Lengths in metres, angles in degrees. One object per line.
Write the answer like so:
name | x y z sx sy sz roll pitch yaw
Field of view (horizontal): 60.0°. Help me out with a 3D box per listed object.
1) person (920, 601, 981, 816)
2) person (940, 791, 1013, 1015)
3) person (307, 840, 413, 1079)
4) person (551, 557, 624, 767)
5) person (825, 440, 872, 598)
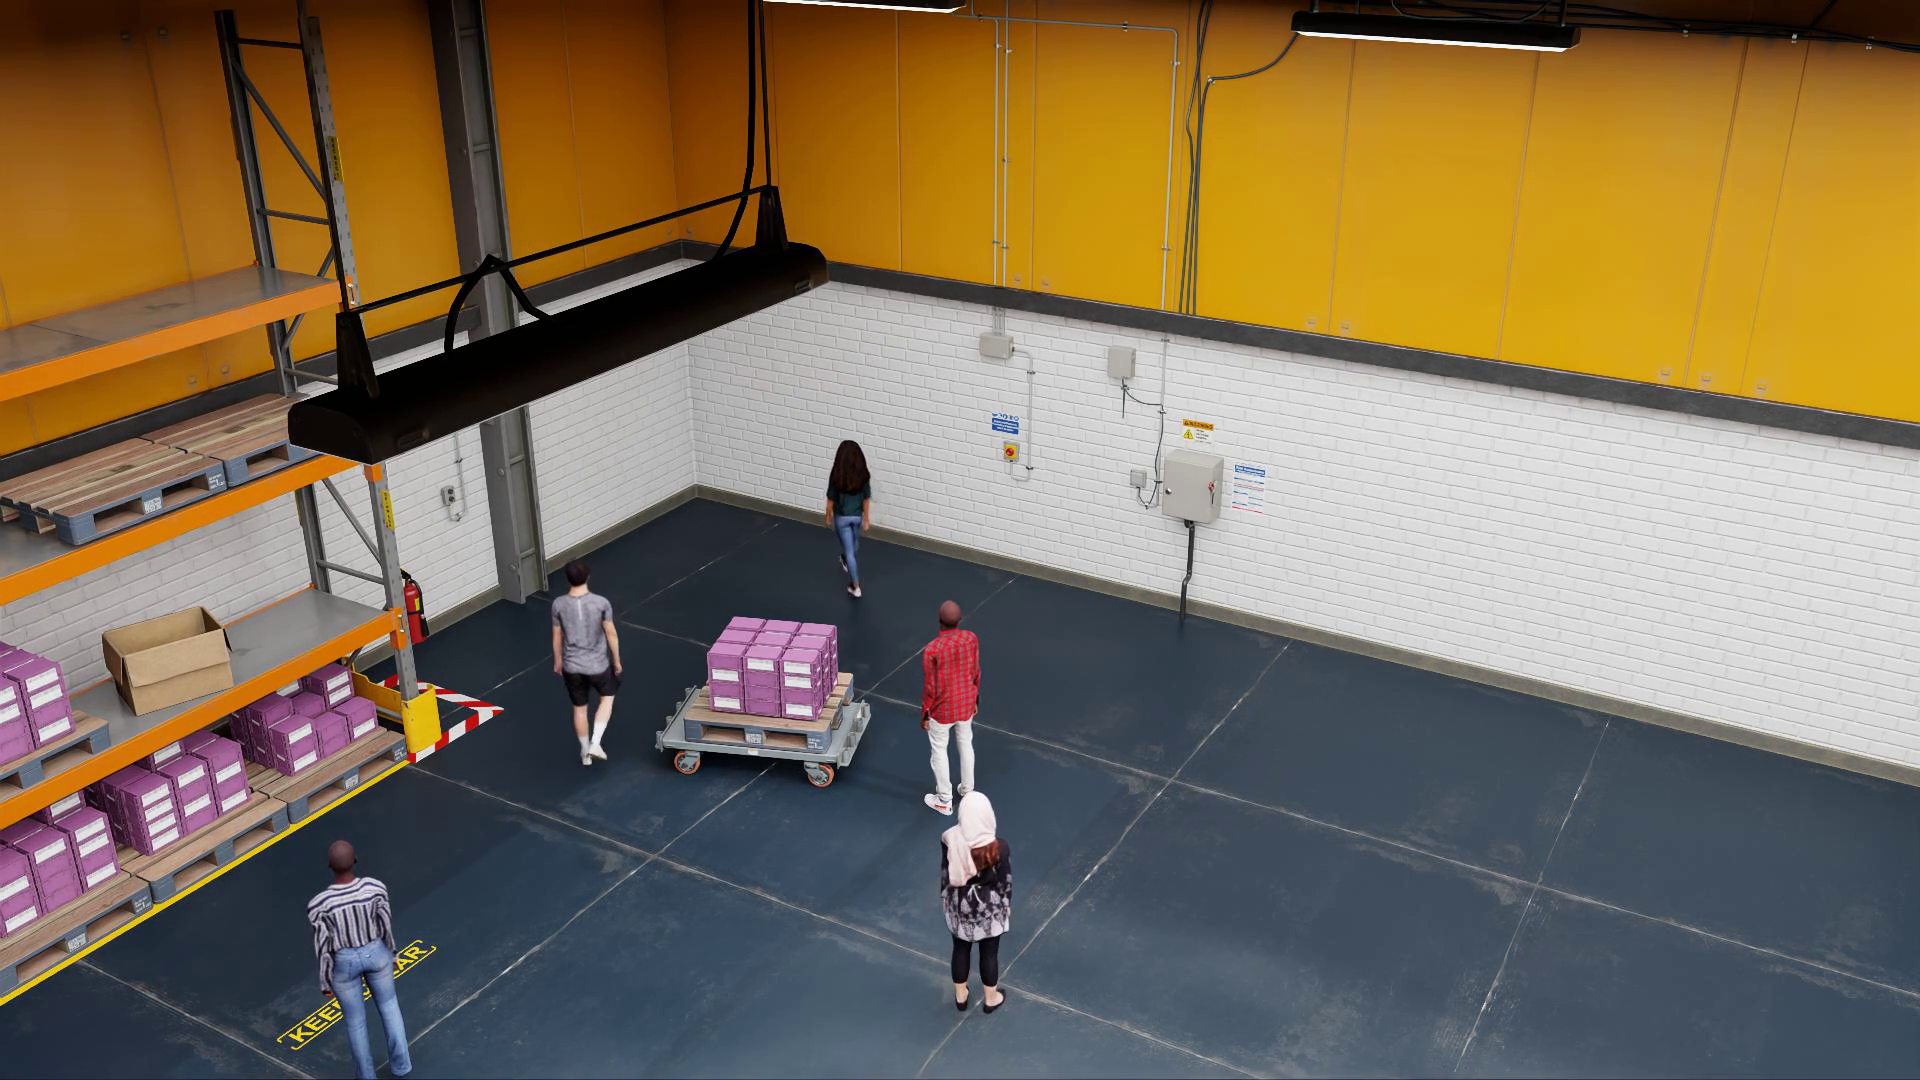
person | -0.070 1.297 13.077 0.710 1.820 0.812 -11 26 -24
person | 0.099 2.366 10.863 0.704 1.635 0.711 5 24 12
person | -3.645 2.603 10.120 0.622 1.795 0.766 -16 28 -32
person | -3.054 1.047 13.597 0.918 1.861 0.977 -2 24 -5
person | -1.102 -0.195 16.785 1.036 1.584 1.008 -10 26 -22
